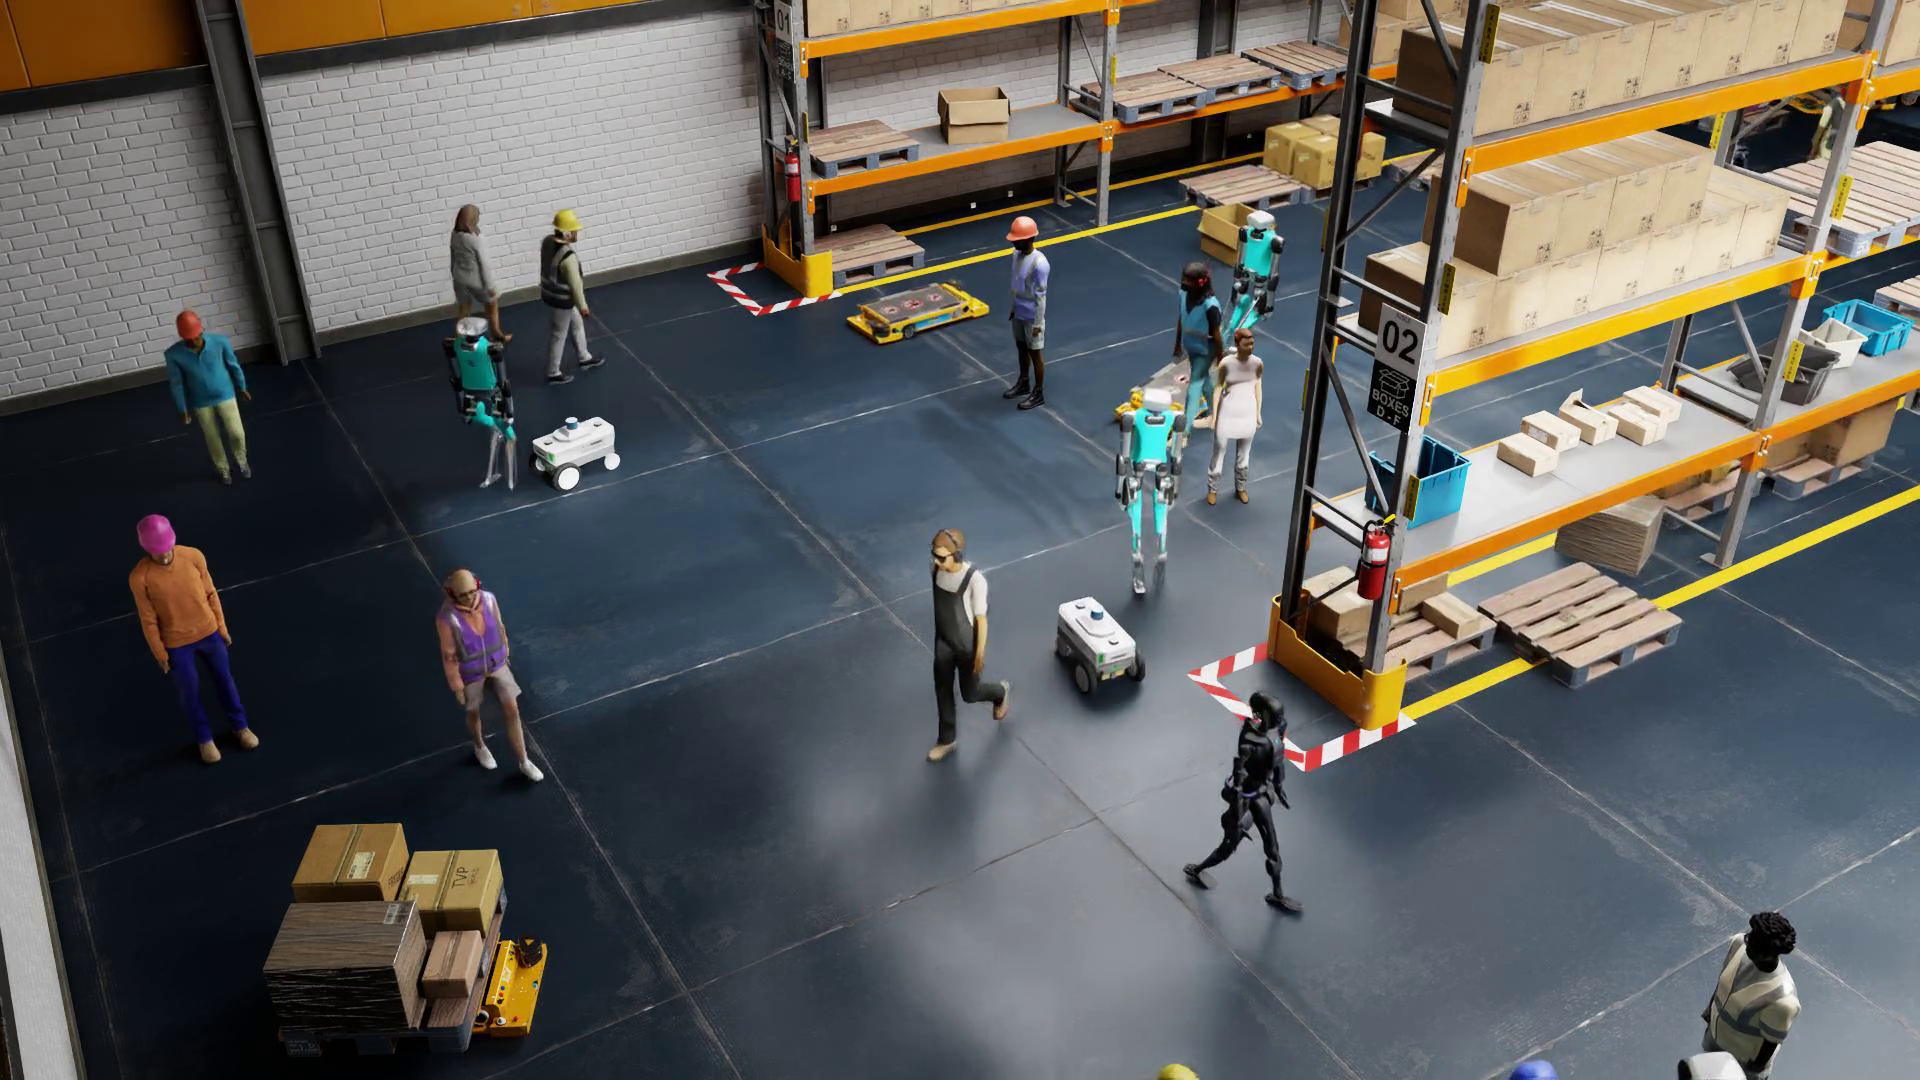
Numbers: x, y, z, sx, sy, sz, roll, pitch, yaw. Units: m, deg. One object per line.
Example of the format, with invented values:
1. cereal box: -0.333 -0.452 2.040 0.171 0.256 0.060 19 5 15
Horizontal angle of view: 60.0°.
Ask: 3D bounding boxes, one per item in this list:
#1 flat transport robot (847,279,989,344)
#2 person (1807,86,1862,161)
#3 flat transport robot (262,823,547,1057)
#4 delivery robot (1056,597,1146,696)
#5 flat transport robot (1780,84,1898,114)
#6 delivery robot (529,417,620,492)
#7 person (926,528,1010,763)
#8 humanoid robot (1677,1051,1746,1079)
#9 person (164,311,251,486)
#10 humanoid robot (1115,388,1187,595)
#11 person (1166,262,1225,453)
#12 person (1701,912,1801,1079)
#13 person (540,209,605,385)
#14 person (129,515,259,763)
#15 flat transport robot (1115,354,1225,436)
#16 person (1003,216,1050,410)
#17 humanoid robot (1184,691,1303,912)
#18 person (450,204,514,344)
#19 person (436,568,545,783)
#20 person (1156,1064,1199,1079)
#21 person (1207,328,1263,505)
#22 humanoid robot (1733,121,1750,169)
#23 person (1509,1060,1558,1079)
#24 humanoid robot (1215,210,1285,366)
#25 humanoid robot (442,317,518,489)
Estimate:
1. flat transport robot: -0.453 -2.480 18.039 1.431 0.231 0.659 -20 37 -29
2. person: 10.678 -4.783 20.284 0.691 1.777 0.947 -19 37 -28
3. flat transport robot: -3.229 2.651 9.855 1.431 0.231 0.659 -1 32 -2
4. delivery robot: 1.038 0.779 12.583 0.499 0.606 0.801 -14 35 -21
5. flat transport robot: 12.883 -6.469 24.400 1.431 0.231 0.659 -6 33 -9
6. delivery robot: -3.524 -0.812 15.124 0.788 0.610 0.499 -26 40 -35
7. person: 0.027 0.672 11.551 0.527 1.817 0.696 24 39 33
8. humanoid robot: 3.220 3.088 7.755 0.967 1.732 0.557 -4 32 -6
9. person: -6.620 -1.262 14.721 0.628 1.725 0.459 -16 35 -23
10. humanoid robot: 1.511 -0.257 13.162 0.543 1.850 0.688 -2 32 -3
11. person: 2.218 -1.753 15.439 0.841 1.828 0.589 -17 36 -24
12. person: 4.044 2.577 8.633 0.320 1.692 0.532 -4 32 -6
13. person: -3.886 -2.419 16.515 0.767 1.792 0.605 -16 36 -24
14. person: -5.301 0.662 11.431 0.521 1.972 0.405 -25 40 -34
15. flat transport robot: 2.193 -1.457 16.407 0.659 0.231 1.431 22 38 31
16. person: 0.627 -2.196 16.028 0.383 1.931 0.540 -17 36 -25
17. humanoid robot: 1.799 1.601 10.246 0.776 1.628 0.585 24 39 33
18. person: -4.956 -2.674 17.053 0.595 1.620 0.788 13 34 20
19. person: -3.192 0.948 11.248 0.507 1.670 0.761 -25 40 -33
20. person: 0.937 3.105 7.761 0.529 1.721 0.886 14 35 21
21. person: 2.405 -1.075 14.482 0.458 1.662 0.275 -2 32 -4
22. humanoid robot: 8.895 -4.039 19.197 0.394 1.638 0.616 -5 32 -8
23. person: 2.552 3.102 7.723 0.450 1.757 0.509 -1 32 -2
24. humanoid robot: 2.744 -2.260 16.412 0.763 1.896 0.545 -24 39 -33
25. humanoid robot: -4.102 -1.198 14.658 0.539 1.828 0.737 5 32 7
